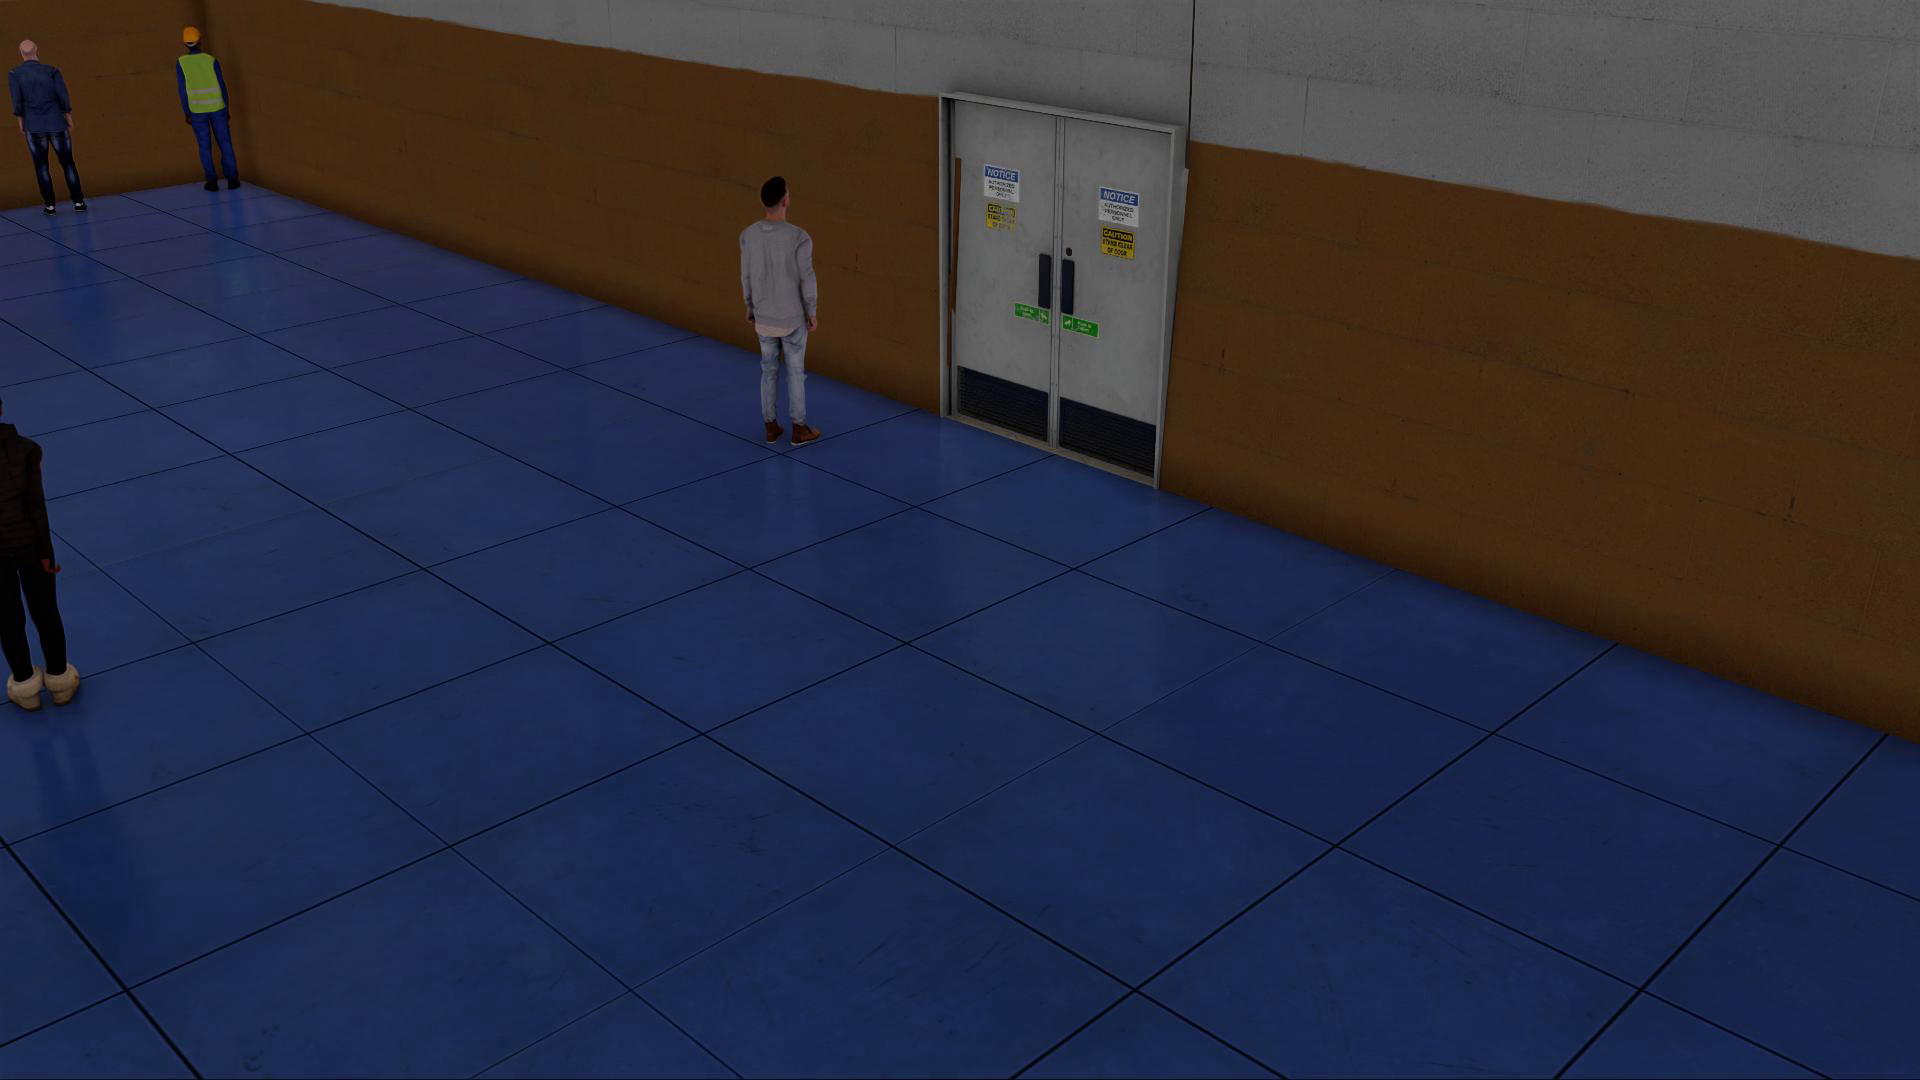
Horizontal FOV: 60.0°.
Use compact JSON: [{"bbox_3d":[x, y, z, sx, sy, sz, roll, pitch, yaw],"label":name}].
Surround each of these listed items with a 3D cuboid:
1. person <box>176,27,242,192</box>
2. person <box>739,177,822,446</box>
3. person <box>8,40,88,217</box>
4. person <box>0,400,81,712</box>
[{"bbox_3d":[-8.623,-4.929,19.031,0.622,1.813,0.788,-12,26,-26],"label":"person"},{"bbox_3d":[-1.214,-1.546,11.266,0.765,1.839,0.735,7,25,16],"label":"person"},{"bbox_3d":[-9.821,-4.428,17.870,0.622,1.825,0.841,-13,27,-27],"label":"person"},{"bbox_3d":[-4.467,0.050,7.842,0.668,1.660,0.597,9,25,19],"label":"person"}]
